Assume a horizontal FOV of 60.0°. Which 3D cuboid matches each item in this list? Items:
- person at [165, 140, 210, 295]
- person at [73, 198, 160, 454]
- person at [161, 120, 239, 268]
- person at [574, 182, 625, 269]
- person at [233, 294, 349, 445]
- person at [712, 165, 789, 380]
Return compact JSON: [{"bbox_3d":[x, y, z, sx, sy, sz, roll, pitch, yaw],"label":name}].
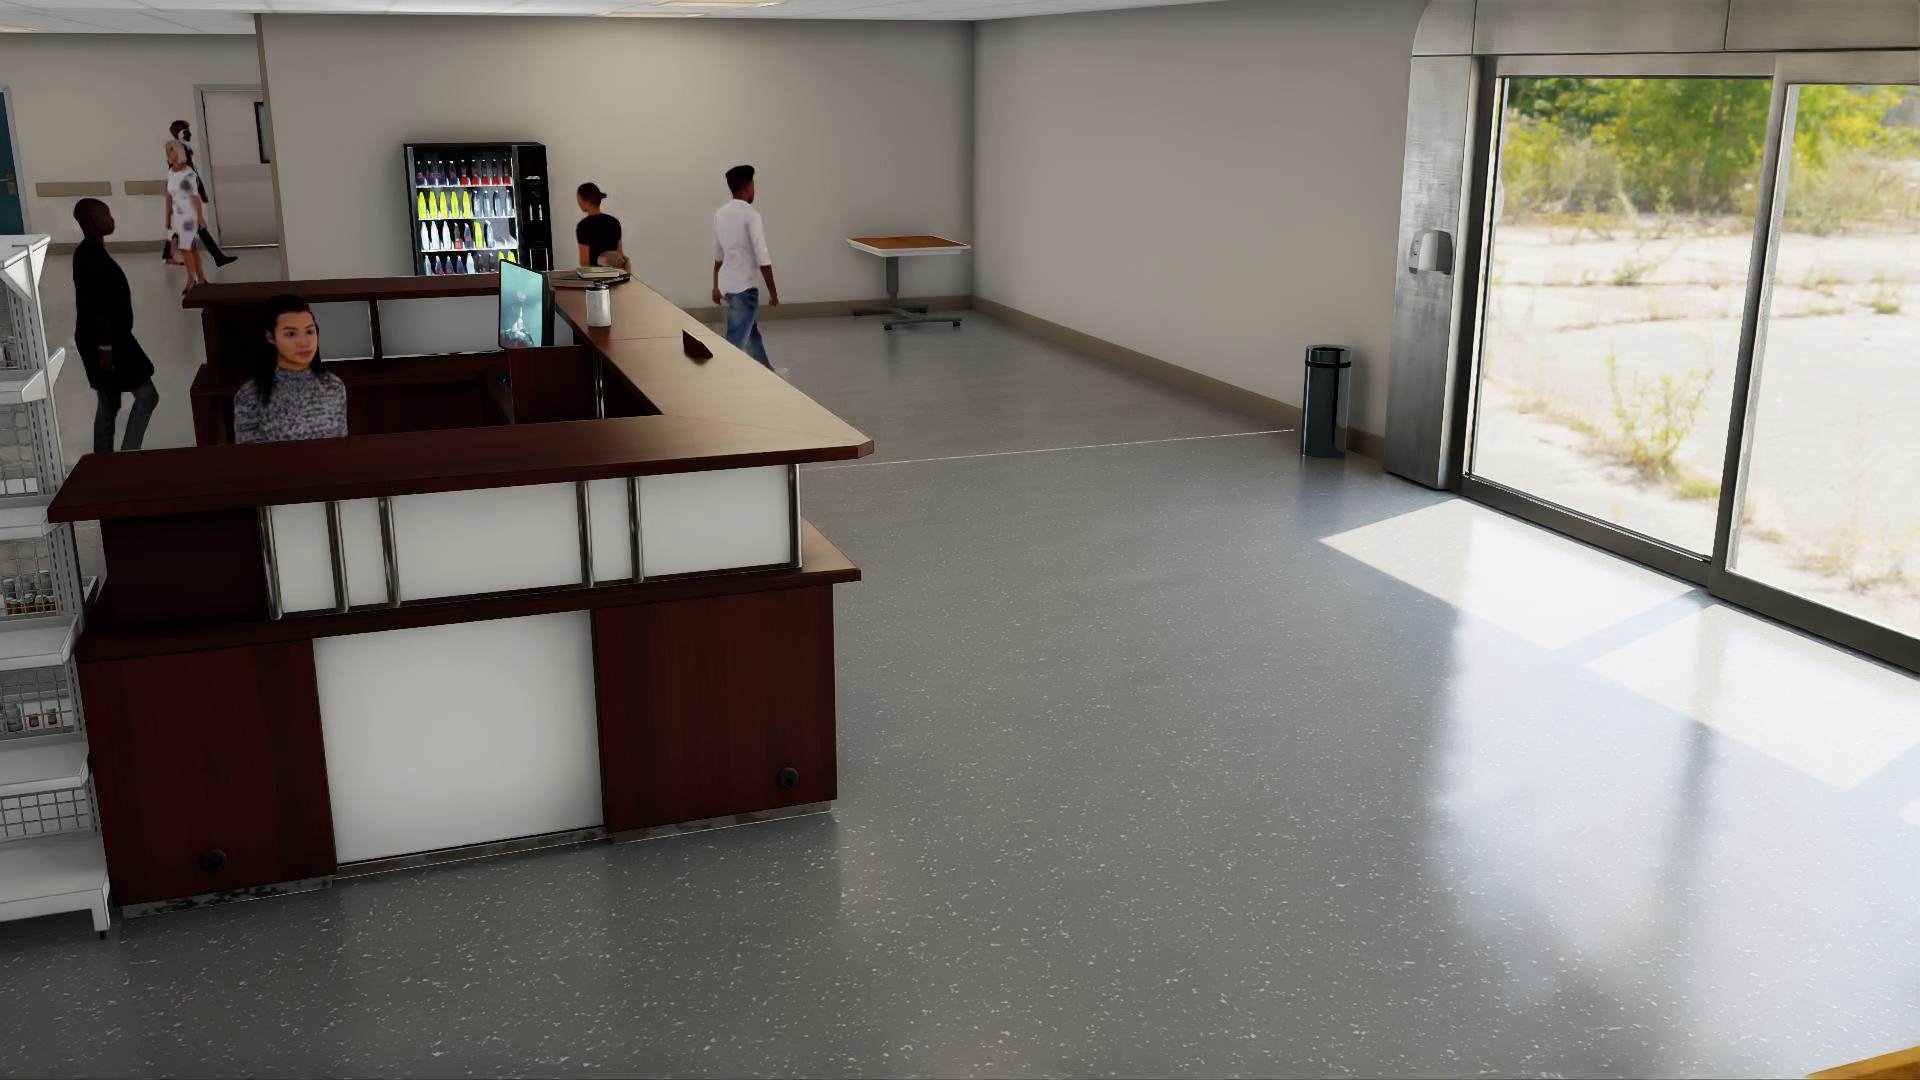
[{"bbox_3d":[-8.768,-3.676,18.994,0.764,1.734,0.824,8,17,25],"label":"person"},{"bbox_3d":[-5.265,-1.172,10.083,0.733,1.750,0.734,-12,20,-37],"label":"person"},{"bbox_3d":[-9.998,-4.382,21.297,1.278,1.843,0.902,-2,16,-7],"label":"person"},{"bbox_3d":[-2.749,-1.963,13.127,1.073,1.621,0.875,-11,19,-34],"label":"person"},{"bbox_3d":[-2.444,-0.039,6.132,0.805,1.713,0.833,-13,21,-39],"label":"person"},{"bbox_3d":[-1.765,-1.940,12.773,1.149,1.769,0.951,-14,21,-41],"label":"person"}]
